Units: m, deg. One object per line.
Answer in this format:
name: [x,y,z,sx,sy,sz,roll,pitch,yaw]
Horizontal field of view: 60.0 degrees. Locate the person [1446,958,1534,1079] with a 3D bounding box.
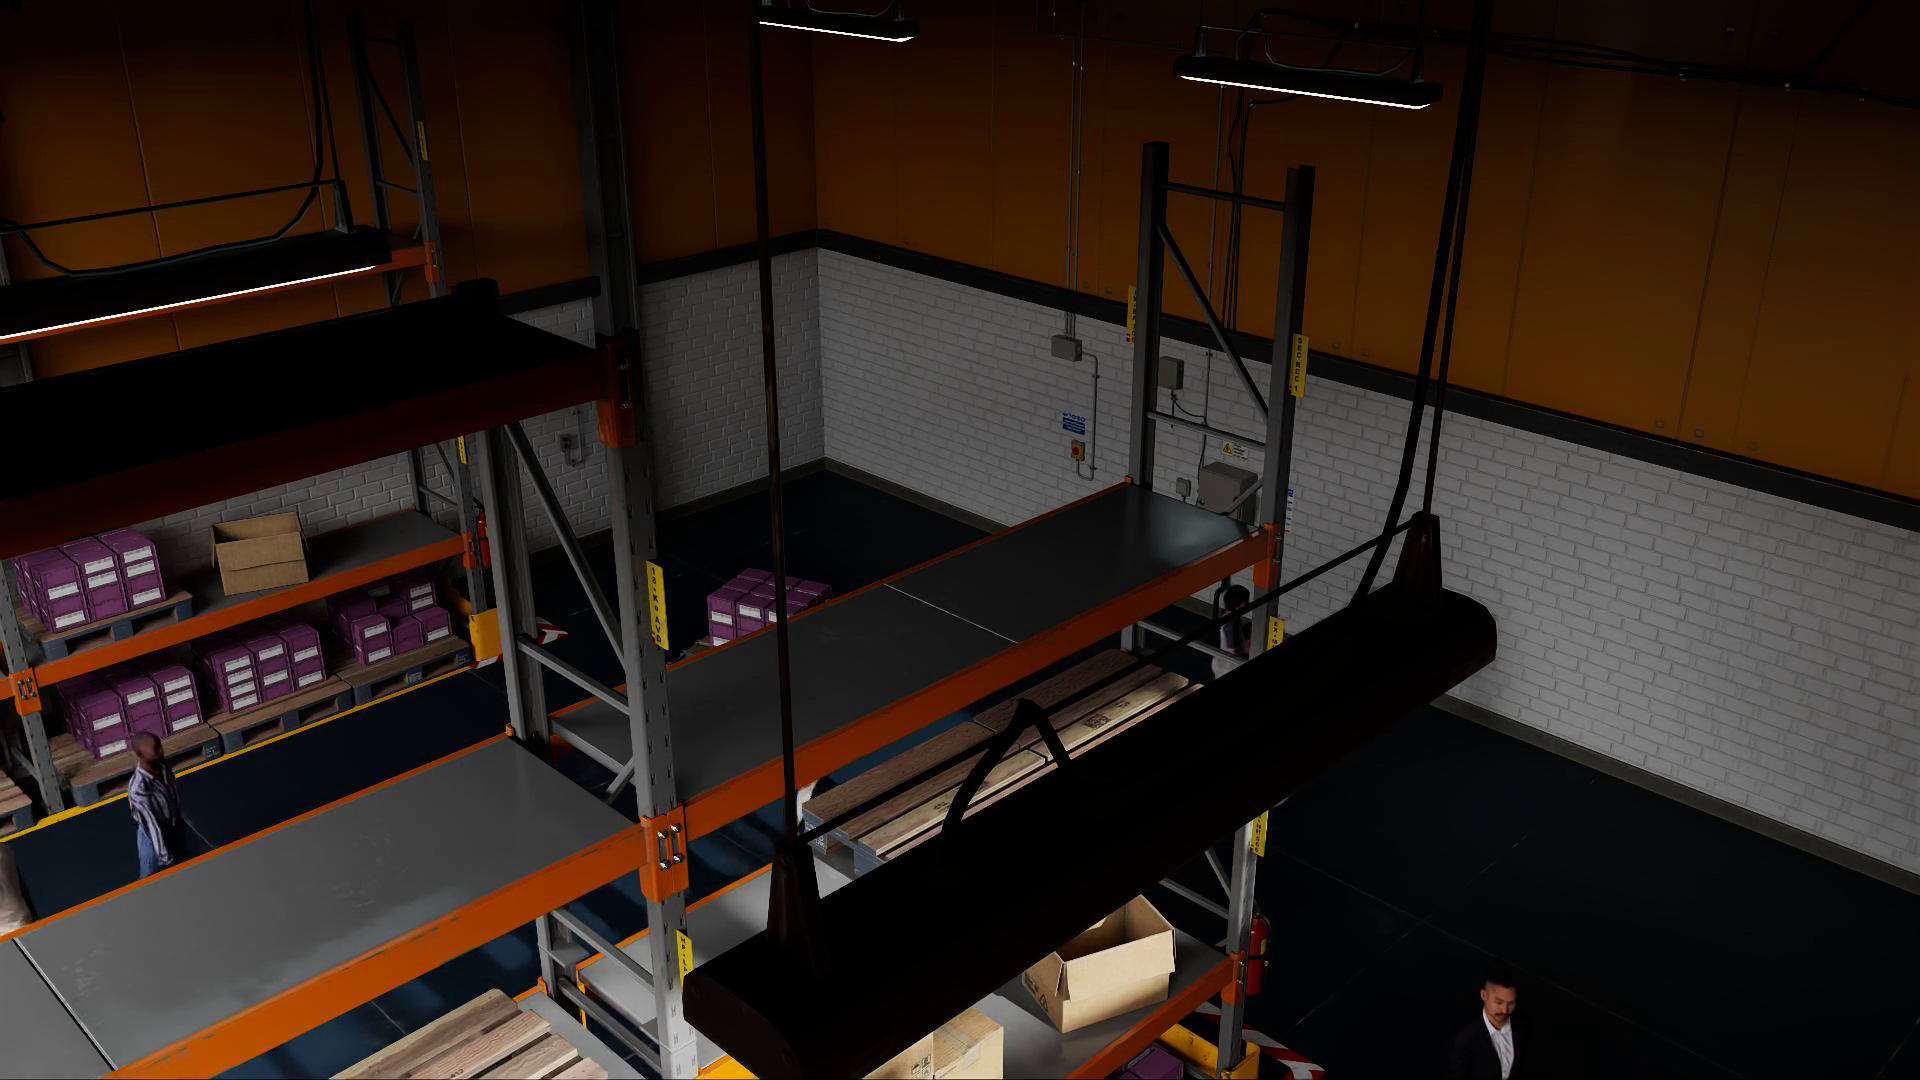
person: [2.890,3.148,9.303,0.685,1.955,0.842,-10,26,-22]

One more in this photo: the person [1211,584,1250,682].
person: [2.335,1.105,14.462,0.710,1.566,0.643,1,24,3]
